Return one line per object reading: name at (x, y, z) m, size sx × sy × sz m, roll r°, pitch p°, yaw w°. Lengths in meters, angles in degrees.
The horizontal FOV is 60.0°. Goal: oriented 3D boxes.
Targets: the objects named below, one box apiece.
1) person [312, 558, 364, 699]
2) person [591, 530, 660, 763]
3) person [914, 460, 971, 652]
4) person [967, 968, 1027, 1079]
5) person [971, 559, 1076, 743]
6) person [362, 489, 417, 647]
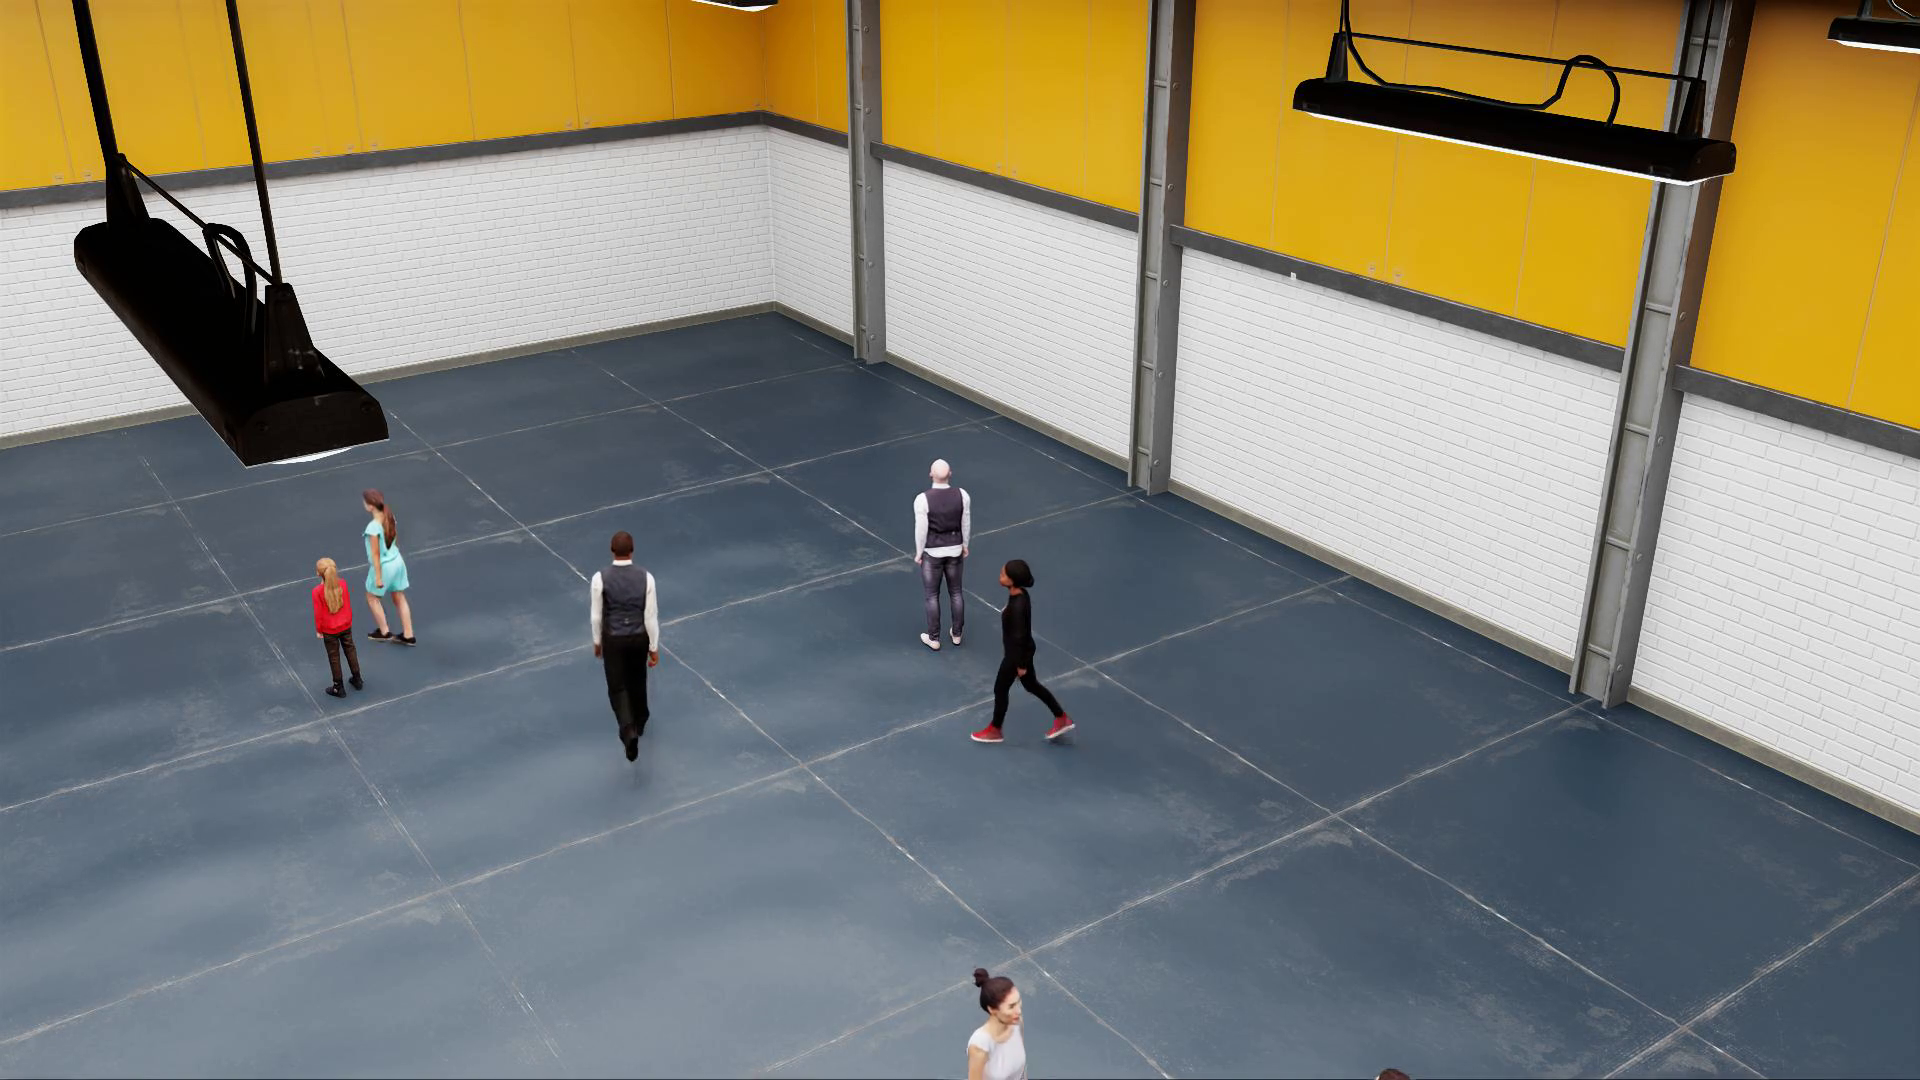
person at (-5.420, 0.742, 14.432) m, size 0.568 × 1.281 × 0.551 m, roll 18°, pitch 29°, yaw 35°
person at (-2.688, 0.873, 13.381) m, size 0.927 × 1.884 × 1.236 m, roll -6°, pitch 24°, yaw -14°
person at (-0.165, 0.126, 15.164) m, size 0.741 × 1.824 × 0.679 m, roll -9°, pitch 25°, yaw -20°
person at (0.124, 2.979, 8.914) m, size 0.750 × 1.601 × 0.683 m, roll 15°, pitch 28°, yaw 30°
person at (0.567, 0.939, 13.538) m, size 1.100 × 1.637 × 1.087 m, roll 3°, pitch 24°, yaw 7°
person at (-5.175, 0.272, 15.181) m, size 0.830 × 1.542 × 0.751 m, roll 10°, pitch 25°, yaw 21°
